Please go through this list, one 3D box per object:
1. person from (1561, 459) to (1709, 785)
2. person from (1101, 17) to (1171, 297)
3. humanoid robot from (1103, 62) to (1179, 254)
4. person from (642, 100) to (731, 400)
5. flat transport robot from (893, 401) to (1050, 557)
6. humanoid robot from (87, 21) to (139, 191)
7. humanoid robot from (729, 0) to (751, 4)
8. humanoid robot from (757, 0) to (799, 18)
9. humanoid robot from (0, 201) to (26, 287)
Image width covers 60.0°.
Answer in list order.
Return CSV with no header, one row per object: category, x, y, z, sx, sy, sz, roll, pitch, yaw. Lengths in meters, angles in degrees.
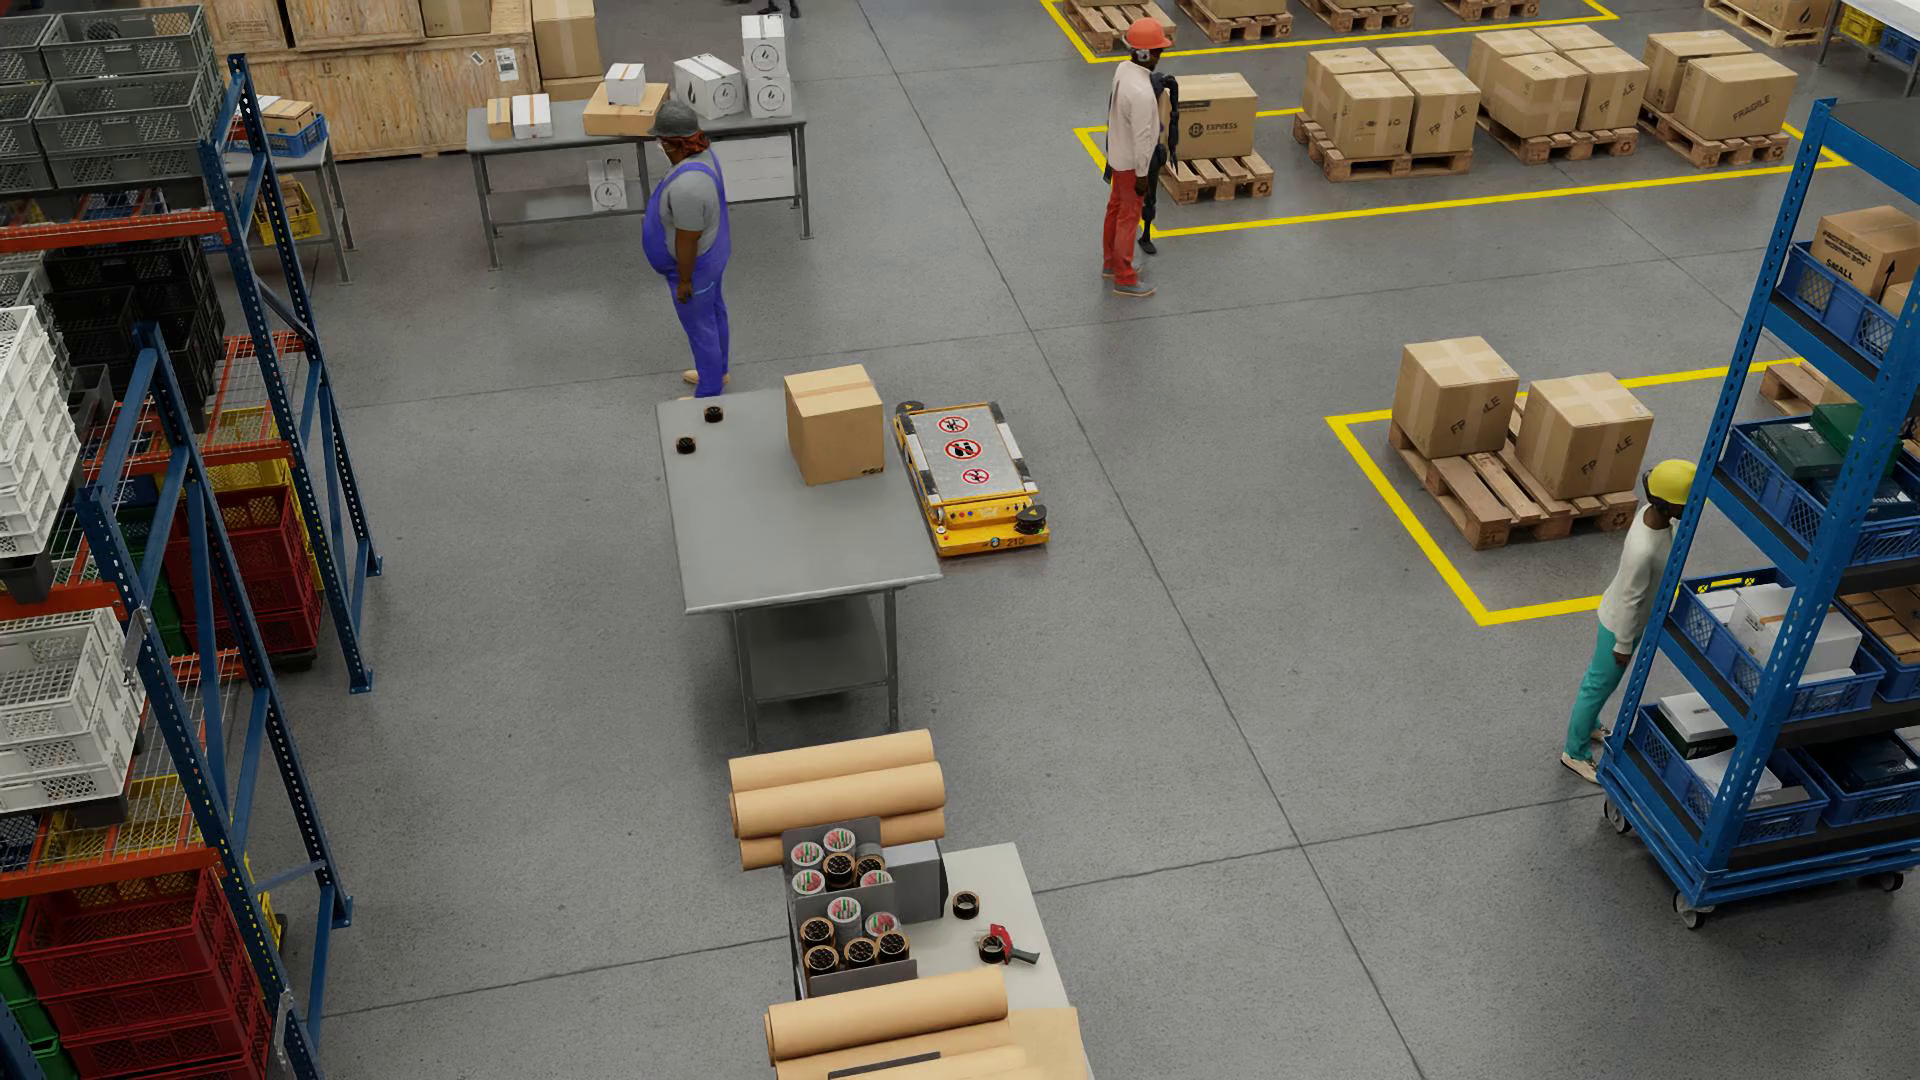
person,3.156,0.366,7.807,0.309,1.768,0.521,18,40,23
person,1.229,-2.697,11.734,0.392,1.994,0.610,-6,37,-8
humanoid robot,1.326,-2.868,12.228,0.565,1.651,0.346,-9,38,-12
person,-1.715,-1.793,10.481,0.536,2.000,0.679,2,37,2
flat transport robot,0.046,-0.430,10.108,0.652,0.197,1.431,-8,37,-10
humanoid robot,-6.186,-3.065,12.479,0.327,1.660,0.589,-24,43,-28
humanoid robot,-2.050,-6.248,16.813,0.739,1.623,0.559,-3,37,-4
humanoid robot,-1.858,-6.037,16.493,0.607,1.644,0.358,25,44,30
humanoid robot,-6.019,-1.556,10.485,0.576,1.632,0.696,27,44,31
